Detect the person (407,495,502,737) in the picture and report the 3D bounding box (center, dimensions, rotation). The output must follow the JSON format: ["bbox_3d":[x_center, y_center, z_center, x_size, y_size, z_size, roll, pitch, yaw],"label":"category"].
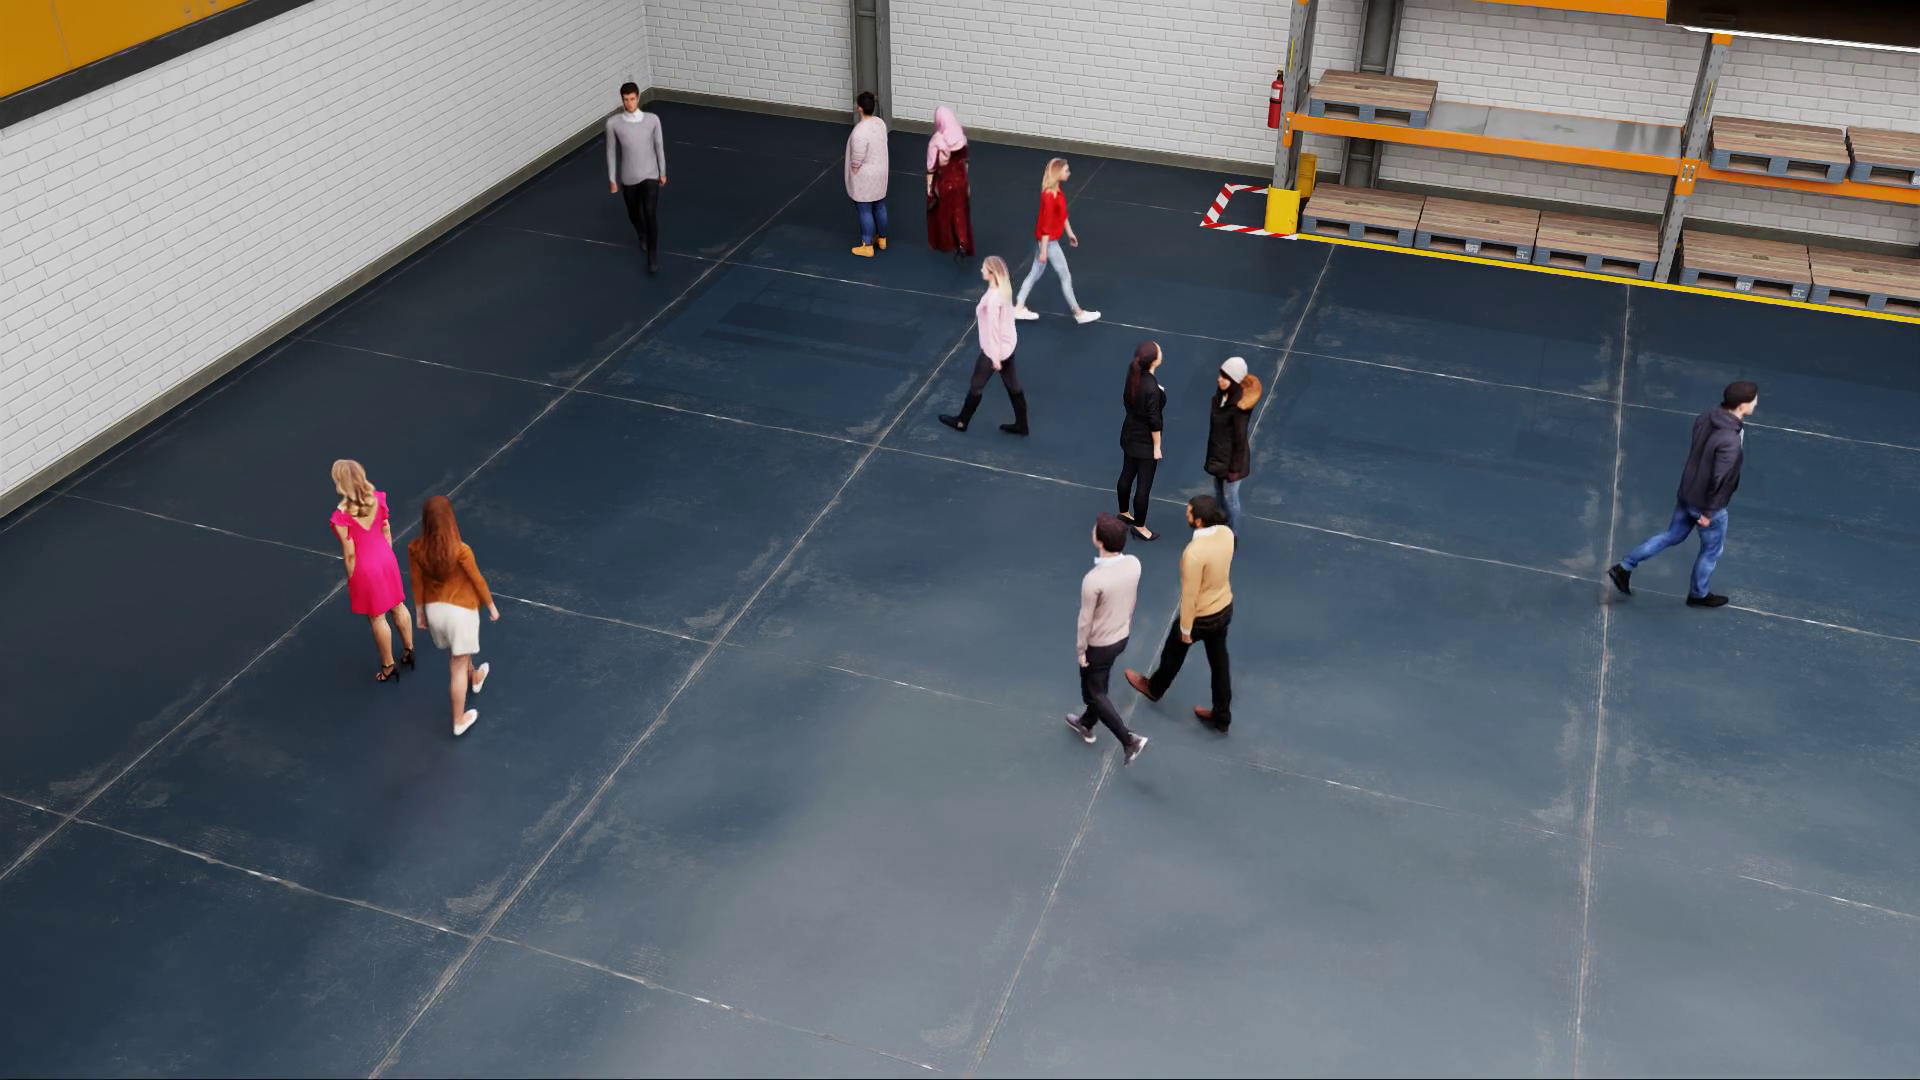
[{"bbox_3d":[-3.319,0.538,10.748,0.897,1.692,0.764,7,34,10],"label":"person"}]

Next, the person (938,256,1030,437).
[{"bbox_3d":[0.409,-1.592,13.990,0.977,1.650,0.601,12,35,17],"label":"person"}]

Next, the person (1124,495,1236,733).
[{"bbox_3d":[1.630,0.508,10.772,1.165,1.715,0.957,27,42,35],"label":"person"}]

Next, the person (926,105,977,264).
[{"bbox_3d":[-0.086,-3.623,17.079,1.016,1.613,1.053,-13,36,-19],"label":"person"}]

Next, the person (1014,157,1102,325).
[{"bbox_3d":[0.771,-2.820,15.835,1.145,1.654,0.798,3,34,5],"label":"person"}]

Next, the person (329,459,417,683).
[{"bbox_3d":[-3.956,0.201,11.222,0.602,1.728,0.613,19,38,27],"label":"person"}]

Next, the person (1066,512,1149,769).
[{"bbox_3d":[0.944,0.654,10.483,0.949,1.793,1.116,-24,41,-32],"label":"person"}]

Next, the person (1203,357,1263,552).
[{"bbox_3d":[2.037,-0.653,12.593,0.773,1.633,0.729,-11,35,-16],"label":"person"}]

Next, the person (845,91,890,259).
[{"bbox_3d":[-0.943,-3.805,17.235,0.720,1.743,0.754,22,39,29],"label":"person"}]

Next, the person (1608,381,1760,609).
[{"bbox_3d":[5.204,-0.306,11.861,1.229,1.866,0.958,-1,34,-1],"label":"person"}]

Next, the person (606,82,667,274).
[{"bbox_3d":[-3.278,-3.767,17.012,1.226,1.926,1.150,-5,34,-7],"label":"person"}]

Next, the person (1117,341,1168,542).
[{"bbox_3d":[1.379,-0.763,12.733,0.746,1.660,0.685,-15,36,-21],"label":"person"}]
